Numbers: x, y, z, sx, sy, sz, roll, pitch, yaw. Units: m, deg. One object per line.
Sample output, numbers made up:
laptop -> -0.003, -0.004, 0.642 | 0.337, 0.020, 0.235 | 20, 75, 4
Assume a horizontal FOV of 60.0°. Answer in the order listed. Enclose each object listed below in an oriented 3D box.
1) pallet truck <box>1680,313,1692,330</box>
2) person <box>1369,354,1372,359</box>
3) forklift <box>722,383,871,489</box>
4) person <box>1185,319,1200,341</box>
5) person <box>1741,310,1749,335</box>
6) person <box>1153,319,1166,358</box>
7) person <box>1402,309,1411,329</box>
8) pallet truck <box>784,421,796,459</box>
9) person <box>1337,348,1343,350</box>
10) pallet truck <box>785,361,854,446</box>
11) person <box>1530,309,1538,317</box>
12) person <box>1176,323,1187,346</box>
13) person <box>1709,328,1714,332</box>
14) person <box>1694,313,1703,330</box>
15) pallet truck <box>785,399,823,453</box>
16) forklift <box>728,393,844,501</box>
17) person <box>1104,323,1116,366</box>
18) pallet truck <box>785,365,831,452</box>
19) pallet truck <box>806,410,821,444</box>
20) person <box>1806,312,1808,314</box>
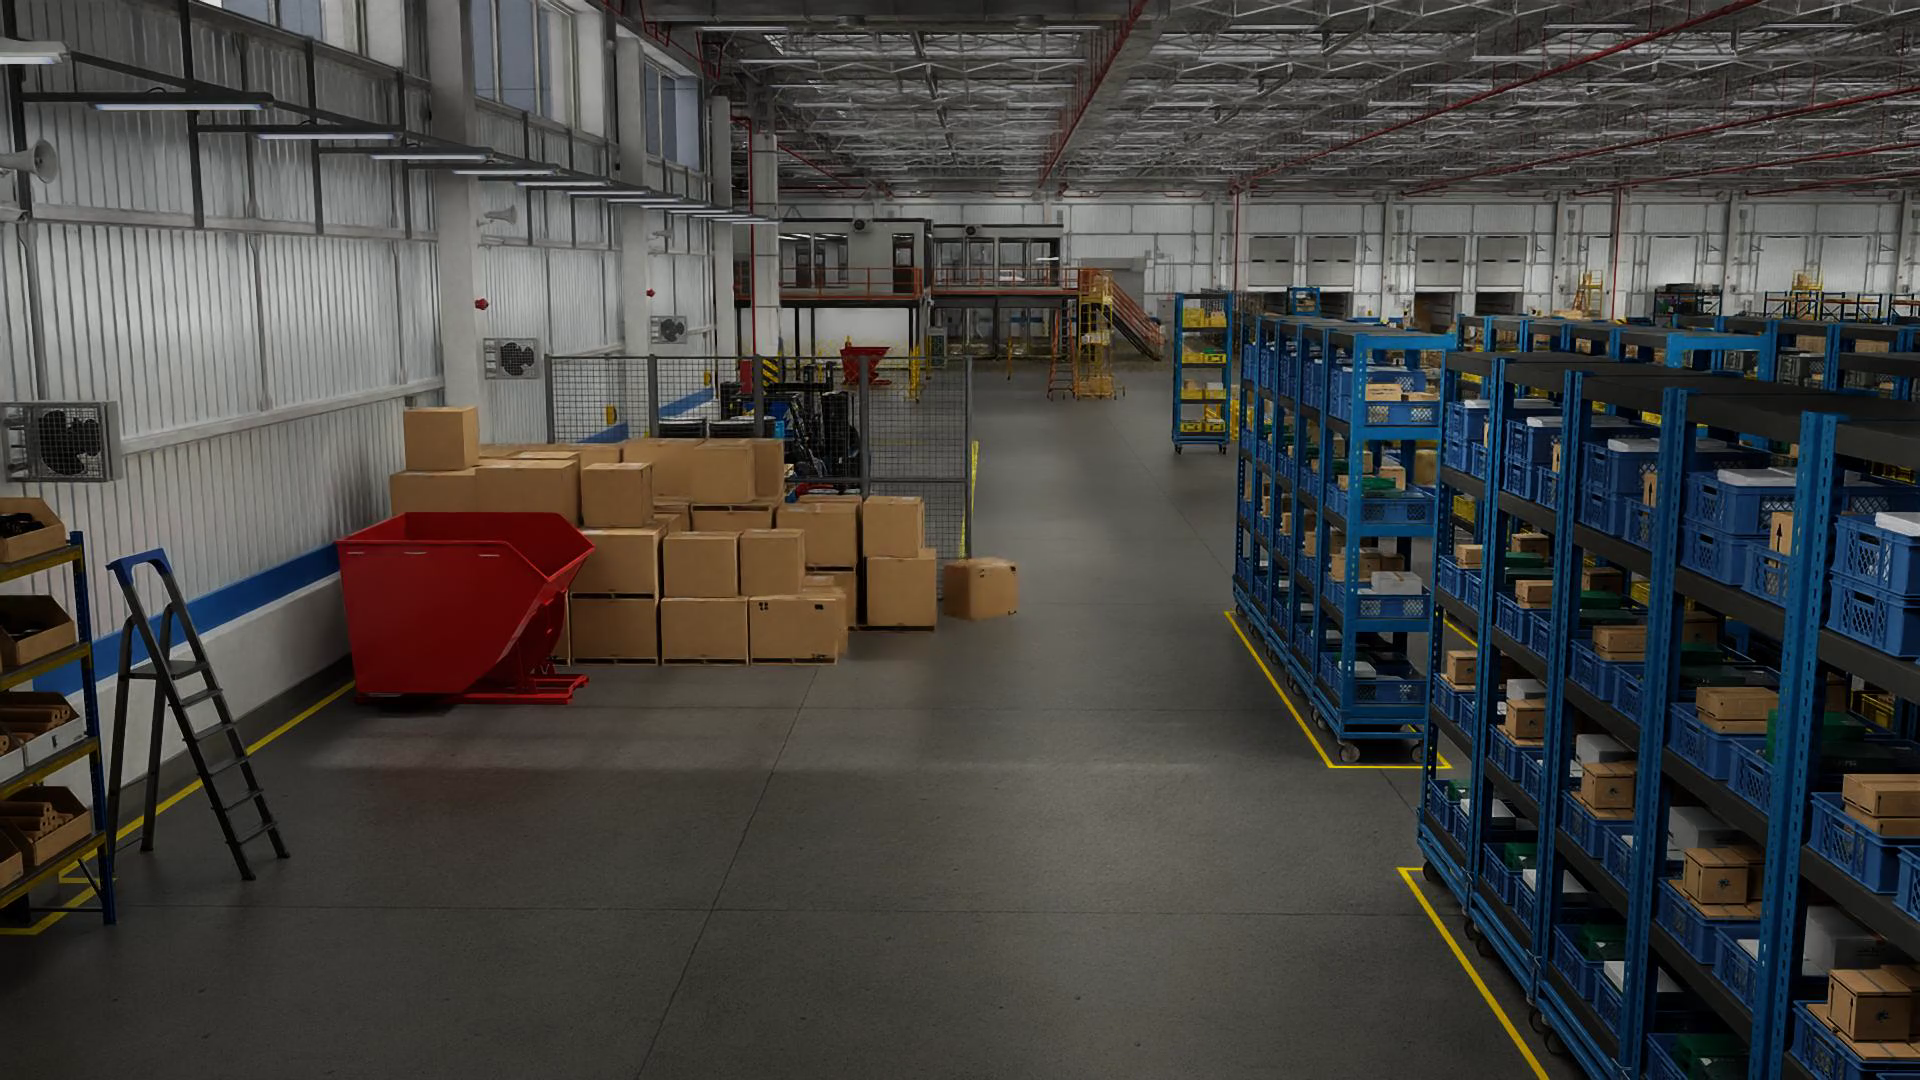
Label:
pallet truck -> 36.315, -10.531, 84.244 | 0.823, 1.965, 1.885 | -6, 11, -33
person -> 12.999, -5.217, 52.039 | 0.423, 1.814, 0.617 | -2, 9, -12
forklift -> -2.893, -1.687, 28.729 | 2.680, 1.987, 1.157 | 0, 9, -1
person -> 13.620, -12.618, 97.405 | 0.841, 1.911, 0.617 | 1, 9, 9
person -> 41.198, -11.085, 87.526 | 0.673, 2.000, 0.535 | 6, 11, 35
person -> 9.363, -9.437, 78.013 | 0.594, 1.840, 1.005 | 5, 11, 29
person -> 25.298, -12.135, 94.385 | 0.585, 1.918, 0.395 | -6, 11, -31
pallet truck -> -4.013, -1.793, 32.705 | 1.601, 1.201, 0.680 | 0, 9, 1
person -> 10.219, -4.218, 45.277 | 1.020, 1.997, 0.634 | 0, 9, 2
pallet truck -> -3.410, -3.193, 38.978 | 1.885, 1.965, 0.823 | 0, 9, -1
person -> 33.144, -12.402, 96.162 | 0.514, 1.876, 0.328 | -3, 10, -19
person -> 11.043, -10.255, 83.029 | 0.589, 1.850, 0.926 | 0, 9, -3
person -> 33.303, -8.817, 73.899 | 0.383, 1.933, 0.547 | 5, 11, 29
person -> 39.999, -11.404, 90.194 | 0.671, 1.824, 0.624 | 7, 12, 37
pallet truck -> -3.814, -2.432, 36.419 | 1.630, 1.274, 0.653 | 0, 9, 1
forklift -> -2.979, -1.316, 26.476 | 2.680, 1.987, 1.157 | 0, 9, 1
person -> 6.400, -8.396, 71.404 | 0.595, 1.896, 0.792 | 8, 12, 41
pallet truck -> -3.774, -2.976, 37.635 | 1.885, 1.965, 0.823 | 1, 9, 5
pallet truck -> -3.559, -2.018, 33.905 | 1.522, 1.261, 0.704 | 0, 9, -1
person -> 44.847, -11.138, 88.204 | 0.367, 1.931, 0.630 | 2, 9, 12
